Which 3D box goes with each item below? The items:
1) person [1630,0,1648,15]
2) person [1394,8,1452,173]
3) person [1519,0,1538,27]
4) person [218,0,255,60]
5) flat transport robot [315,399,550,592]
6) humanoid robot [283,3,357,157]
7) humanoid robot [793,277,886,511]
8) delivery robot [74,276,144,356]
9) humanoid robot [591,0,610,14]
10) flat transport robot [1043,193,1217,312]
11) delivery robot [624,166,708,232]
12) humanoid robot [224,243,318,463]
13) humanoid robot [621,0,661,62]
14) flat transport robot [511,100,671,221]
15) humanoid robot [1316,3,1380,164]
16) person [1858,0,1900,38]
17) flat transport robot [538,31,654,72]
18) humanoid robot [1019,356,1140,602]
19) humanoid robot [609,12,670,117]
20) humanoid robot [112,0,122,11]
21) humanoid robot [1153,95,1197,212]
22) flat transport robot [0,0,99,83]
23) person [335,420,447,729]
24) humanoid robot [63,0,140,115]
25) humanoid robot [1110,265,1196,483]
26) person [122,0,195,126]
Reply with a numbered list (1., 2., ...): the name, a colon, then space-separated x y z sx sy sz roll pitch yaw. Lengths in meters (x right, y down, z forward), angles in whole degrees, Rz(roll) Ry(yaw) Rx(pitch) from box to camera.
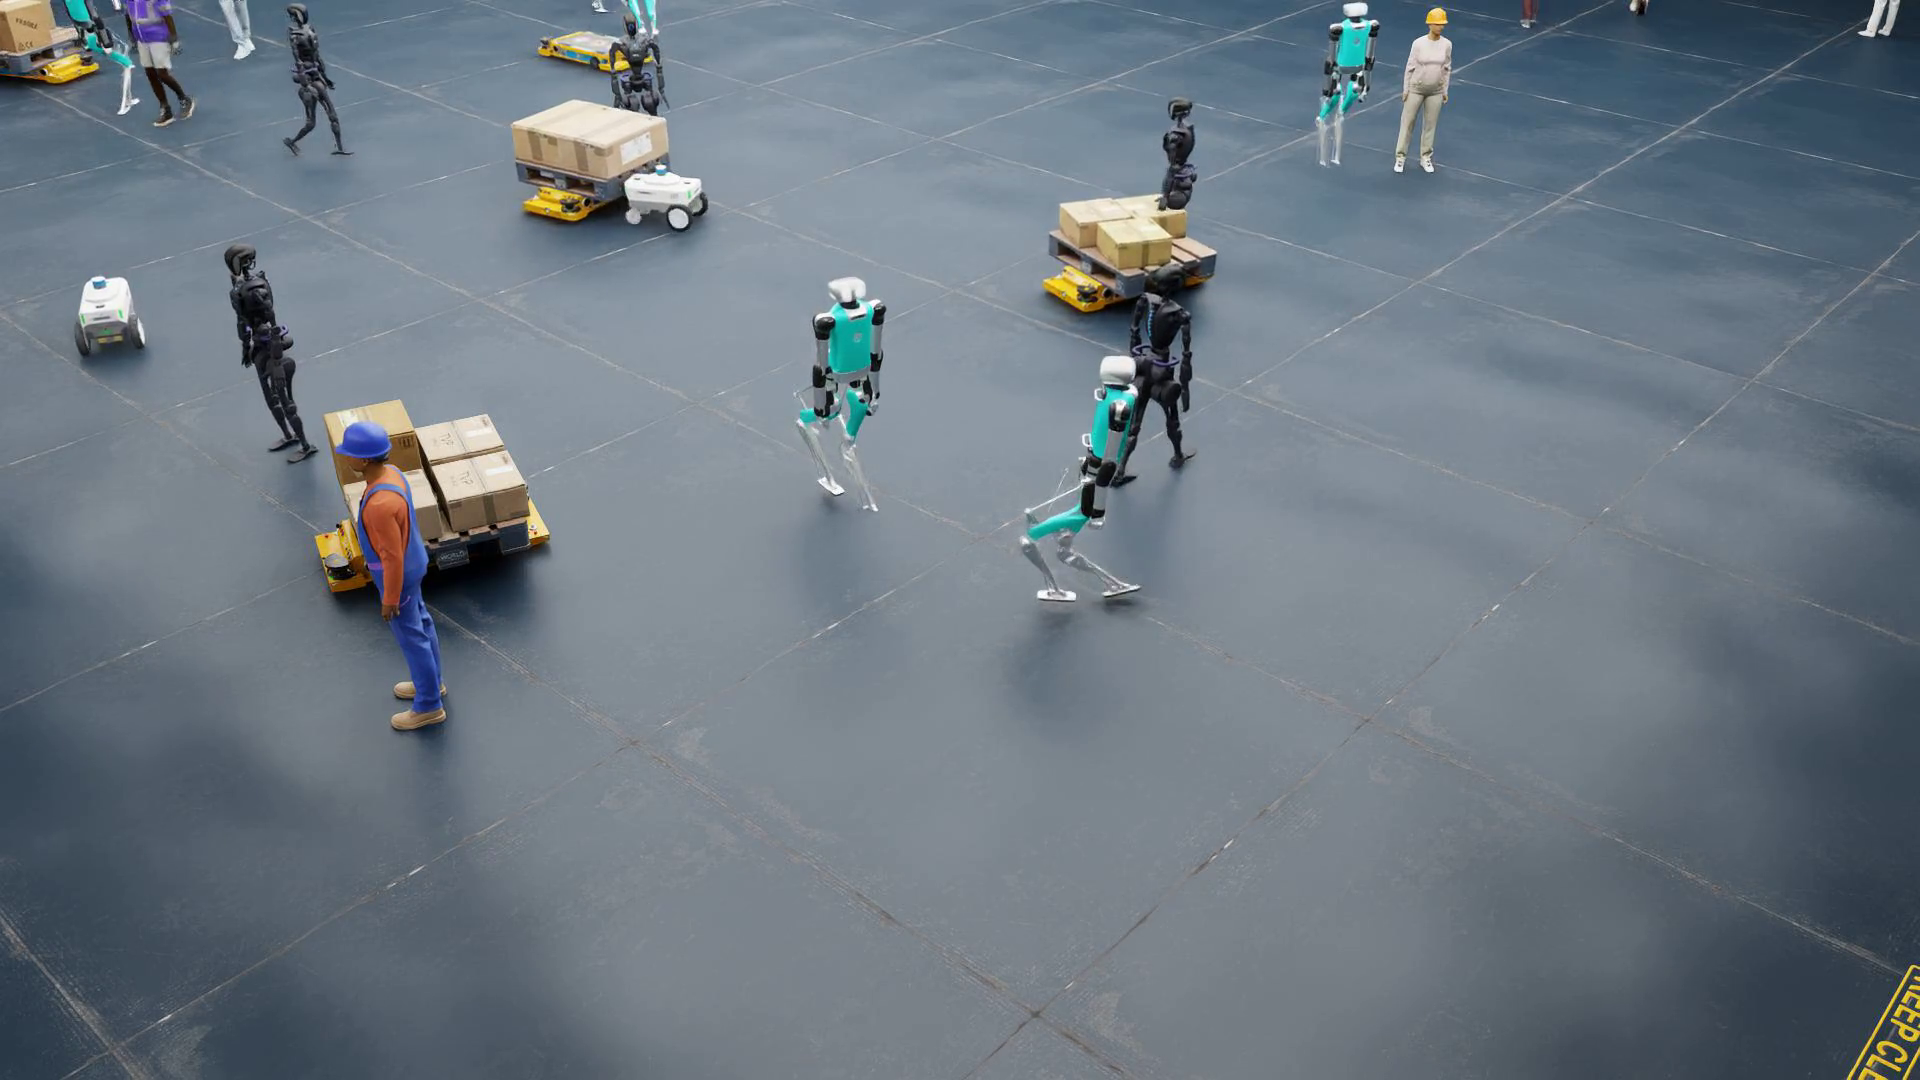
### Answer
1. person: 9.432 -8.125 22.736 0.521 1.854 0.674 12 34 19
2. person: 4.845 -4.677 17.327 0.474 1.701 0.312 0 32 1
3. person: 7.696 -7.850 22.363 0.567 1.778 0.586 0 32 0
4. person: -9.307 -7.105 21.080 0.579 1.869 0.711 -3 32 -4
5. flat transport robot: -3.541 -0.020 11.186 1.431 0.231 0.659 -15 35 -22
6. humanoid robot: -6.964 -4.901 17.737 0.698 1.636 0.608 2 32 3
7. humanoid robot: -0.873 -1.014 11.425 0.538 1.802 0.795 -21 38 -30
8. delivery robot: -7.166 -1.924 13.973 0.499 0.587 0.769 -11 33 -17
9. humanoid robot: -5.123 -8.181 22.928 0.597 1.768 0.881 12 34 18
10. flat transport robot: 1.518 -2.391 15.005 1.431 0.231 0.659 -18 36 -27
11. delivery robot: -2.881 -3.359 16.305 0.805 0.609 0.499 7 33 11
12. humanoid robot: -5.009 -1.356 12.002 0.588 1.654 0.323 25 40 34
13. humanoid robot: -3.939 -6.738 20.650 0.537 1.829 0.687 -12 34 -19
14. flat transport robot: -3.725 -3.604 16.957 0.659 0.231 1.431 17 36 26
15. humanoid robot: 3.977 -4.776 17.501 0.537 1.832 0.742 -7 33 -11
16. person: 12.242 -7.430 21.817 0.510 1.640 0.306 -6 32 -10
17. flat transport robot: -4.648 -6.232 21.189 1.431 0.231 0.659 21 38 30
18. humanoid robot: 0.706 -0.302 10.256 0.907 1.760 0.545 0 32 1
19. humanoid robot: -3.368 -4.712 17.413 0.589 1.635 0.553 -11 33 -17
20. humanoid robot: -11.722 -8.154 22.881 0.552 1.778 0.725 -14 34 -21
21. humanoid robot: 1.954 -3.174 14.935 0.356 1.645 0.586 9 33 15
22. flat transport robot: -11.534 -5.914 20.677 1.431 0.231 0.659 10 33 15
23. person: -3.156 0.189 9.296 0.358 1.909 0.528 -6 32 -9
24. humanoid robot: -9.730 -5.769 19.052 0.579 1.774 0.880 18 36 27
25. humanoid robot: 1.399 -1.201 11.803 0.786 1.627 0.603 -25 40 -35
26. person: -9.044 -5.611 18.595 0.644 1.936 0.425 10 33 16
